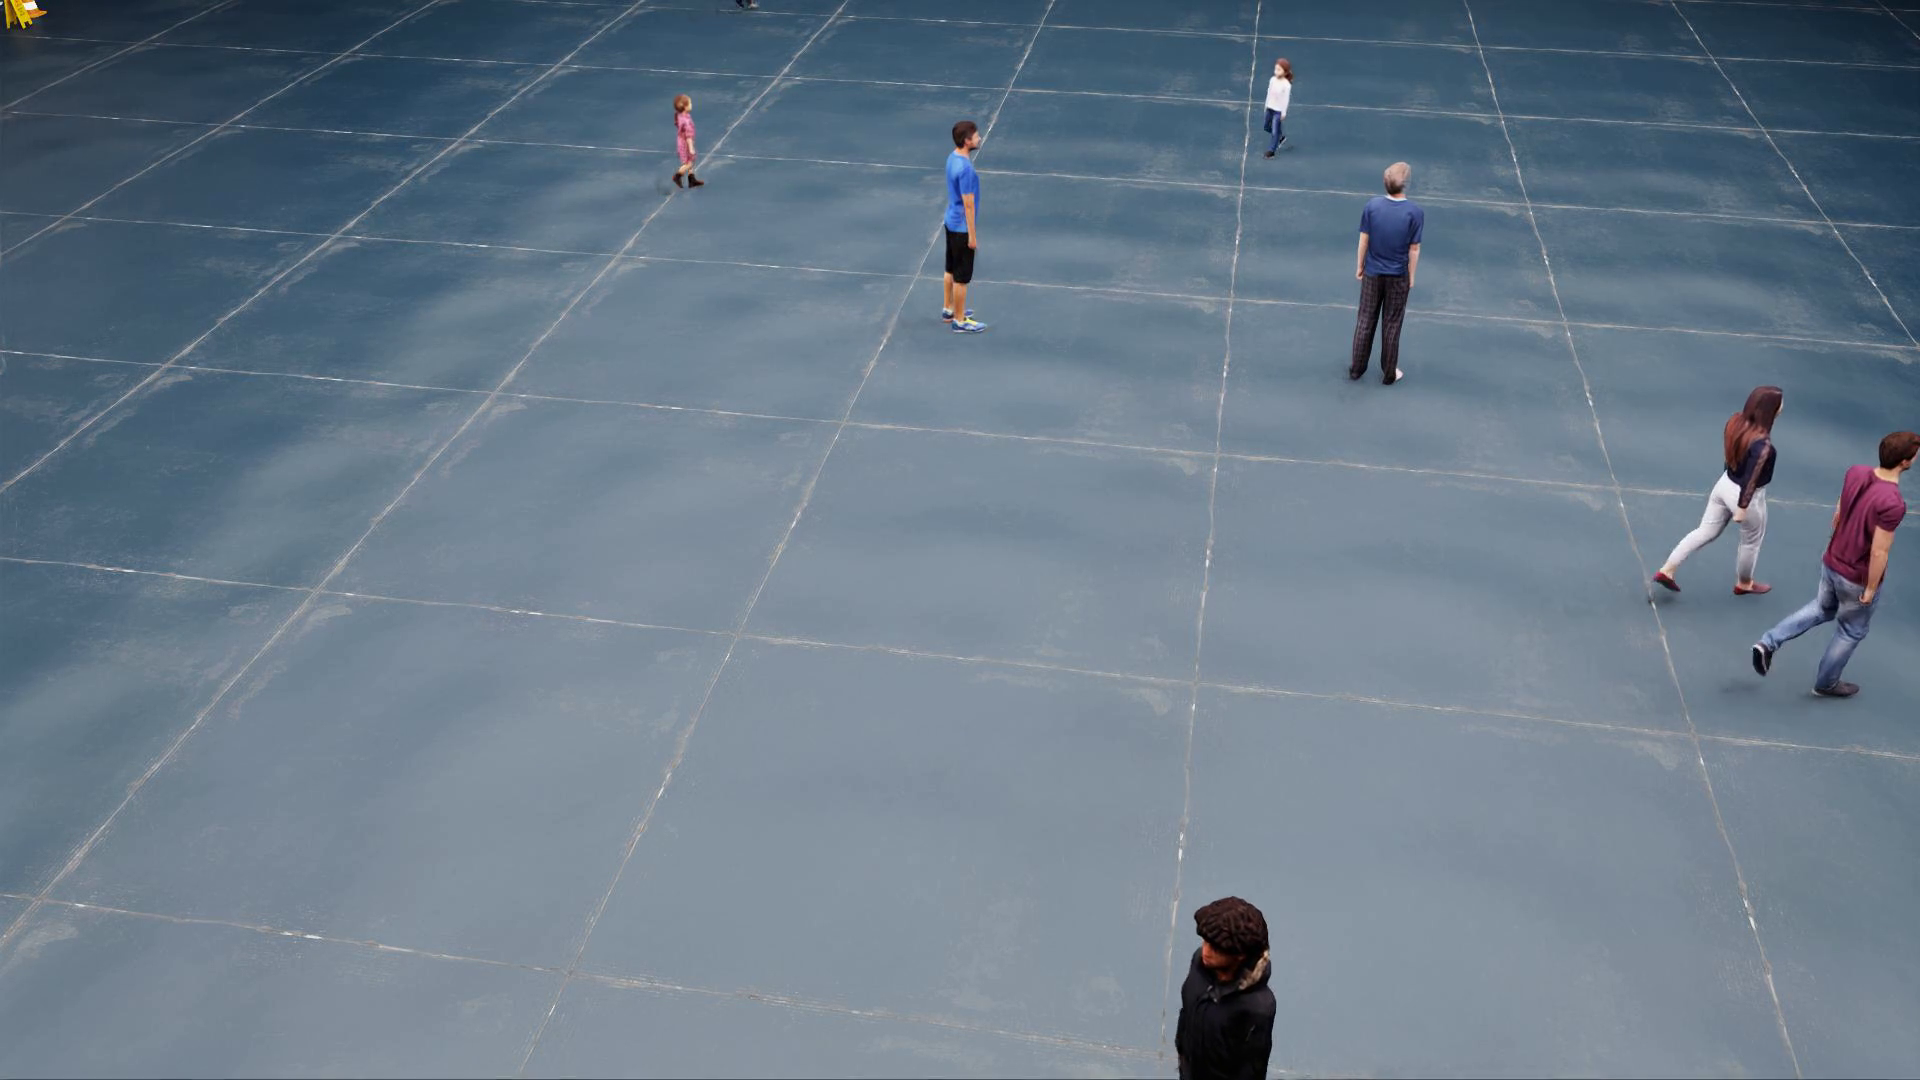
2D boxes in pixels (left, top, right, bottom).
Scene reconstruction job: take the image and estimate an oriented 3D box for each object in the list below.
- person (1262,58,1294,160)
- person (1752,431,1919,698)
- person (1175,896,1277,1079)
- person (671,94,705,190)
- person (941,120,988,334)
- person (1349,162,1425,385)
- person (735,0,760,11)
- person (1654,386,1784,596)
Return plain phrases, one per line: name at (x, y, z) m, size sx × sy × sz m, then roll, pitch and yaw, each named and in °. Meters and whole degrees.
person at (3.564, -4.830, 18.559) m, size 0.692 × 1.108 × 0.634 m, roll -21°, pitch 38°, yaw -30°
person at (5.267, 0.167, 9.956) m, size 1.022 × 1.835 × 0.847 m, roll -5°, pitch 33°, yaw -8°
person at (1.136, 2.146, 6.884) m, size 1.011 × 1.766 × 0.963 m, roll -22°, pitch 38°, yaw -30°
person at (-2.941, -4.219, 17.673) m, size 0.672 × 1.019 × 0.594 m, roll -15°, pitch 35°, yaw -22°
person at (0.003, -2.747, 14.546) m, size 0.703 × 1.867 × 0.696 m, roll -9°, pitch 33°, yaw -13°
person at (3.500, -2.183, 13.649) m, size 0.584 × 1.870 × 0.776 m, roll 14°, pitch 35°, yaw 21°
person at (-3.089, -8.220, 23.754) m, size 0.690 × 1.299 × 0.632 m, roll -22°, pitch 39°, yaw -31°
person at (5.034, -0.274, 10.897) m, size 1.123 × 1.576 × 0.797 m, roll -4°, pitch 32°, yaw -6°
